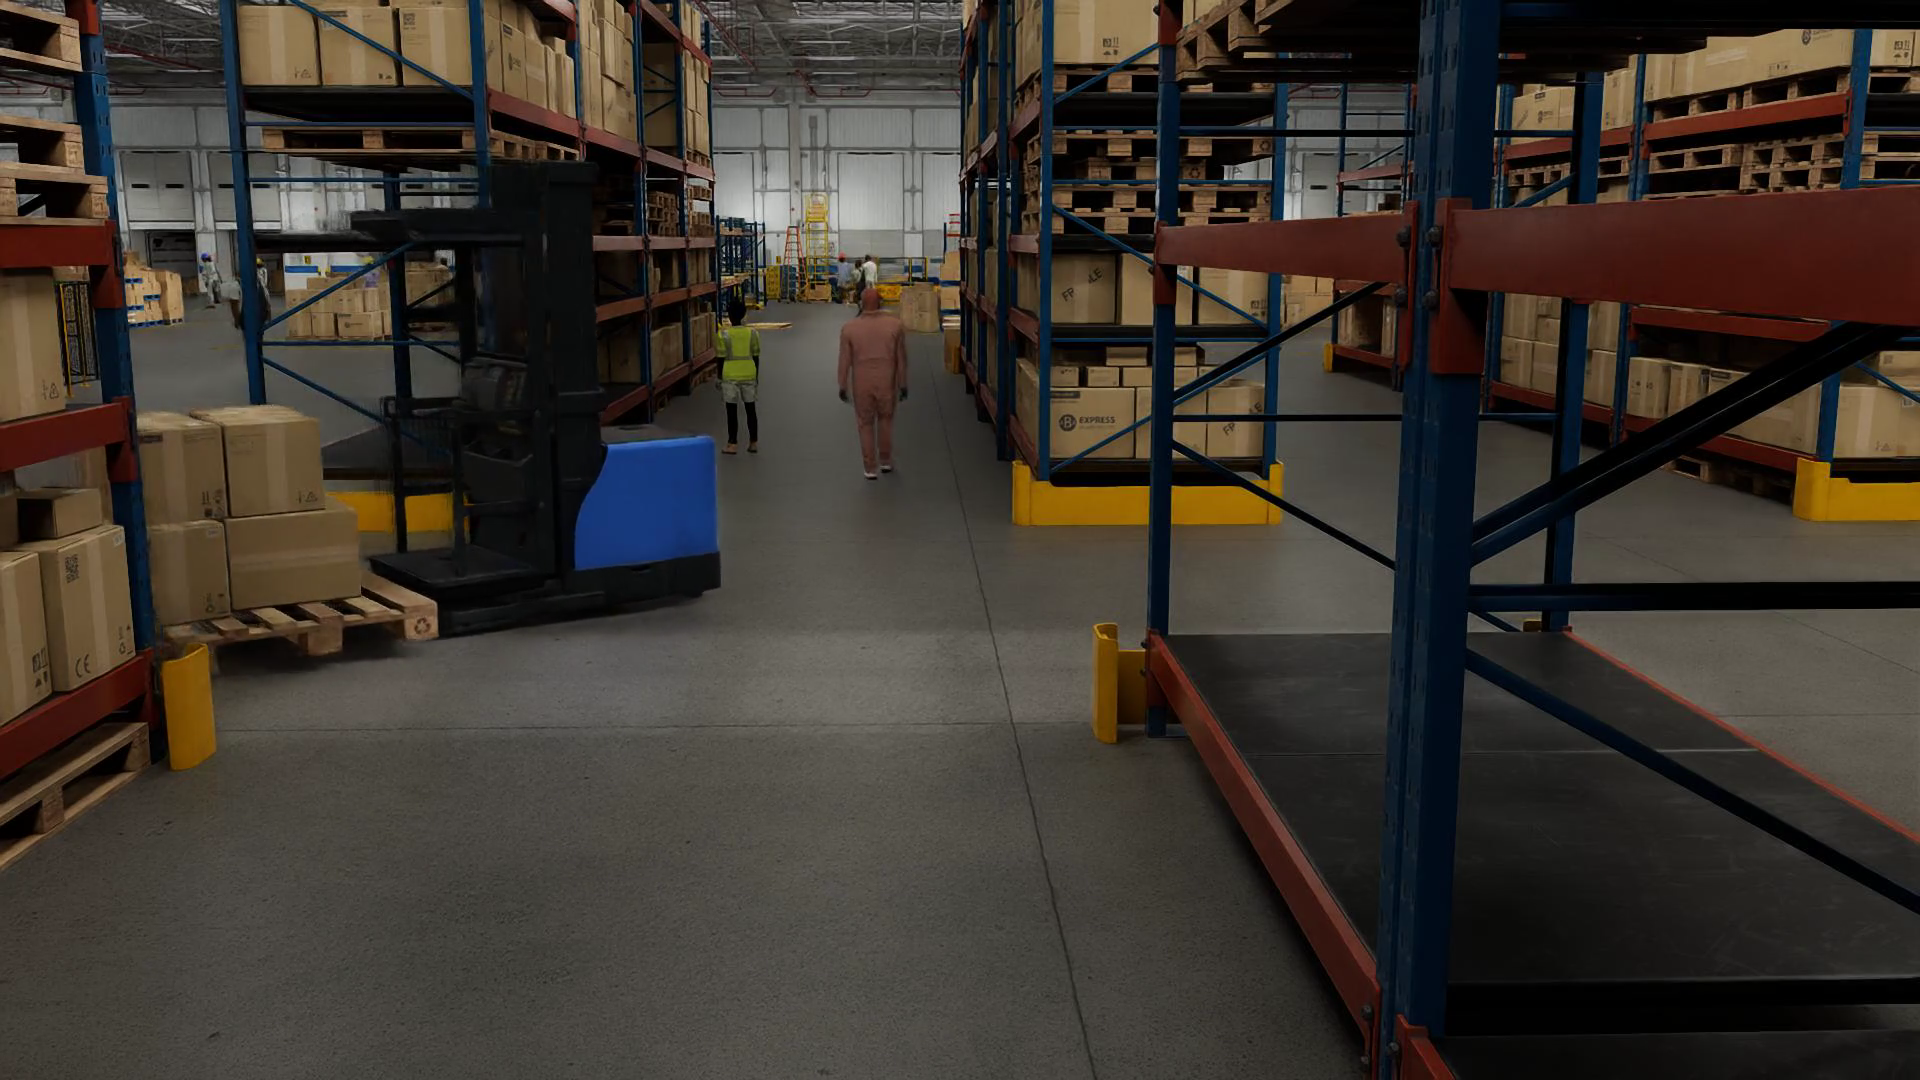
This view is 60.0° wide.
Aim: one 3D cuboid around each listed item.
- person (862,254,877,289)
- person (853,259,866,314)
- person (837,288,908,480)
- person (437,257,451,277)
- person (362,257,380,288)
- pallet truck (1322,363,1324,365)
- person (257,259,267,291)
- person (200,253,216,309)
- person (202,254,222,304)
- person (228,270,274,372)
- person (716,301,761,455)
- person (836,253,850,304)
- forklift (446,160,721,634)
[{"bbox_3d":[-3.247,-8.979,57.812,0.565,1.914,0.675,8,13,38],"label":"person"},{"bbox_3d":[-3.038,-7.683,50.865,0.470,1.827,0.514,10,14,43],"label":"person"},{"bbox_3d":[-0.886,-1.561,16.578,0.687,1.880,0.719,-2,10,-9],"label":"person"},{"bbox_3d":[-17.728,-8.779,57.029,0.899,1.816,0.626,-8,13,-39],"label":"person"},{"bbox_3d":[-17.447,-7.421,49.269,0.957,1.886,0.602,9,13,39],"label":"person"},{"bbox_3d":[7.712,-4.157,30.737,1.885,1.965,0.823,3,11,16],"label":"pallet truck"},{"bbox_3d":[-24.188,-8.833,57.497,0.488,1.744,0.295,2,10,11],"label":"person"},{"bbox_3d":[-26.351,-9.063,58.268,0.448,1.936,0.638,-4,11,-19],"label":"person"},{"bbox_3d":[-28.435,-9.925,63.266,0.594,1.870,0.965,-9,14,-43],"label":"person"},{"bbox_3d":[-12.575,-3.980,29.633,0.626,2.000,0.698,5,11,24],"label":"person"},{"bbox_3d":[-2.452,-1.790,18.389,0.532,1.697,0.319,-6,12,-30],"label":"person"},{"bbox_3d":[-4.390,-9.903,62.977,0.671,1.920,0.550,-7,12,-35],"label":"person"},{"bbox_3d":[-2.596,-0.980,10.577,1.873,2.768,1.129,-8,13,-37],"label":"forklift"}]
